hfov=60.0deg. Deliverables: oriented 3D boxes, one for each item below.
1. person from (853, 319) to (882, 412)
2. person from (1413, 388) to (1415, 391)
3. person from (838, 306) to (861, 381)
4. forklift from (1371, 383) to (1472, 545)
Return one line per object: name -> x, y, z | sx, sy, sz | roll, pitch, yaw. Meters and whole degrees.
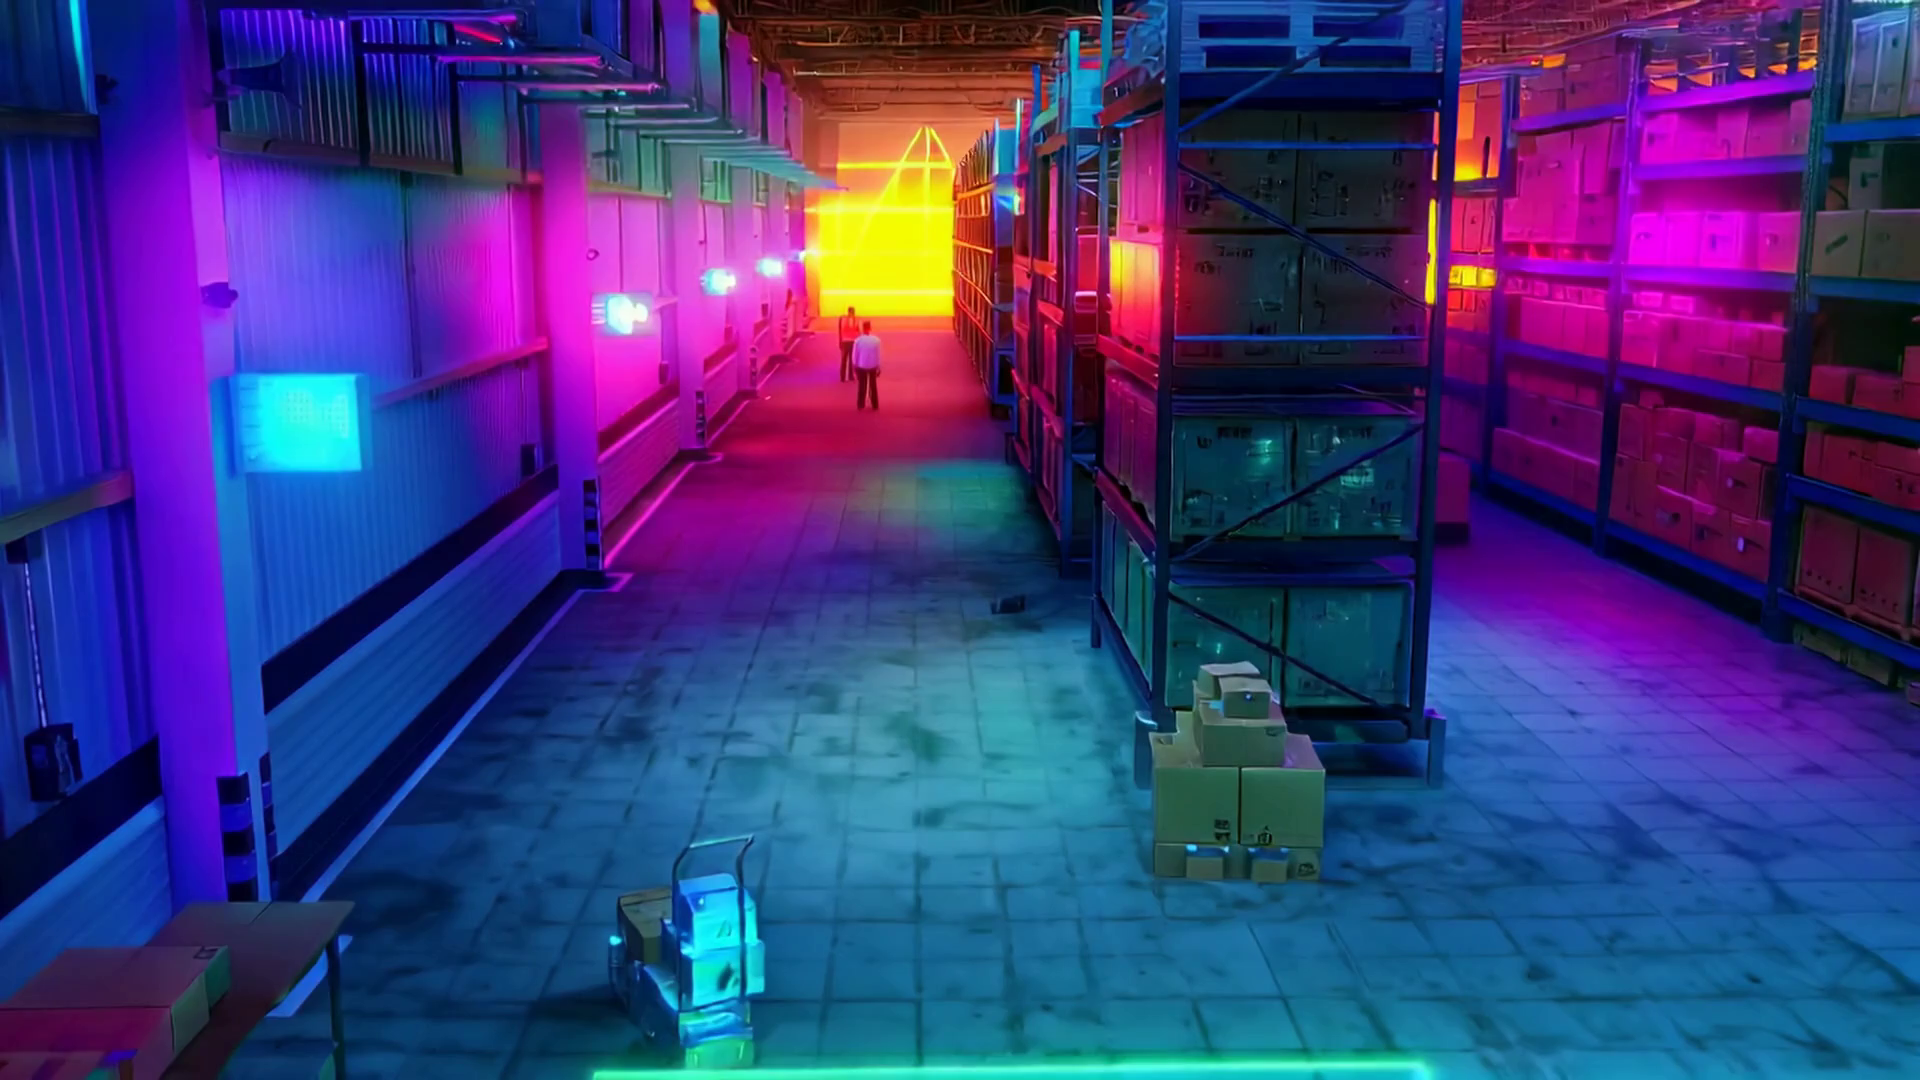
person -> -1.968, -3.706, 35.470 | 0.616, 1.988, 0.402 | 0, 11, -1
person -> 11.139, -4.497, 39.943 | 0.570, 1.844, 0.380 | -7, 13, -31
person -> -2.827, -5.017, 42.483 | 0.589, 1.912, 0.398 | -4, 11, -19
forklift -> 5.468, -1.396, 21.114 | 1.873, 2.768, 1.129 | 0, 11, 1
